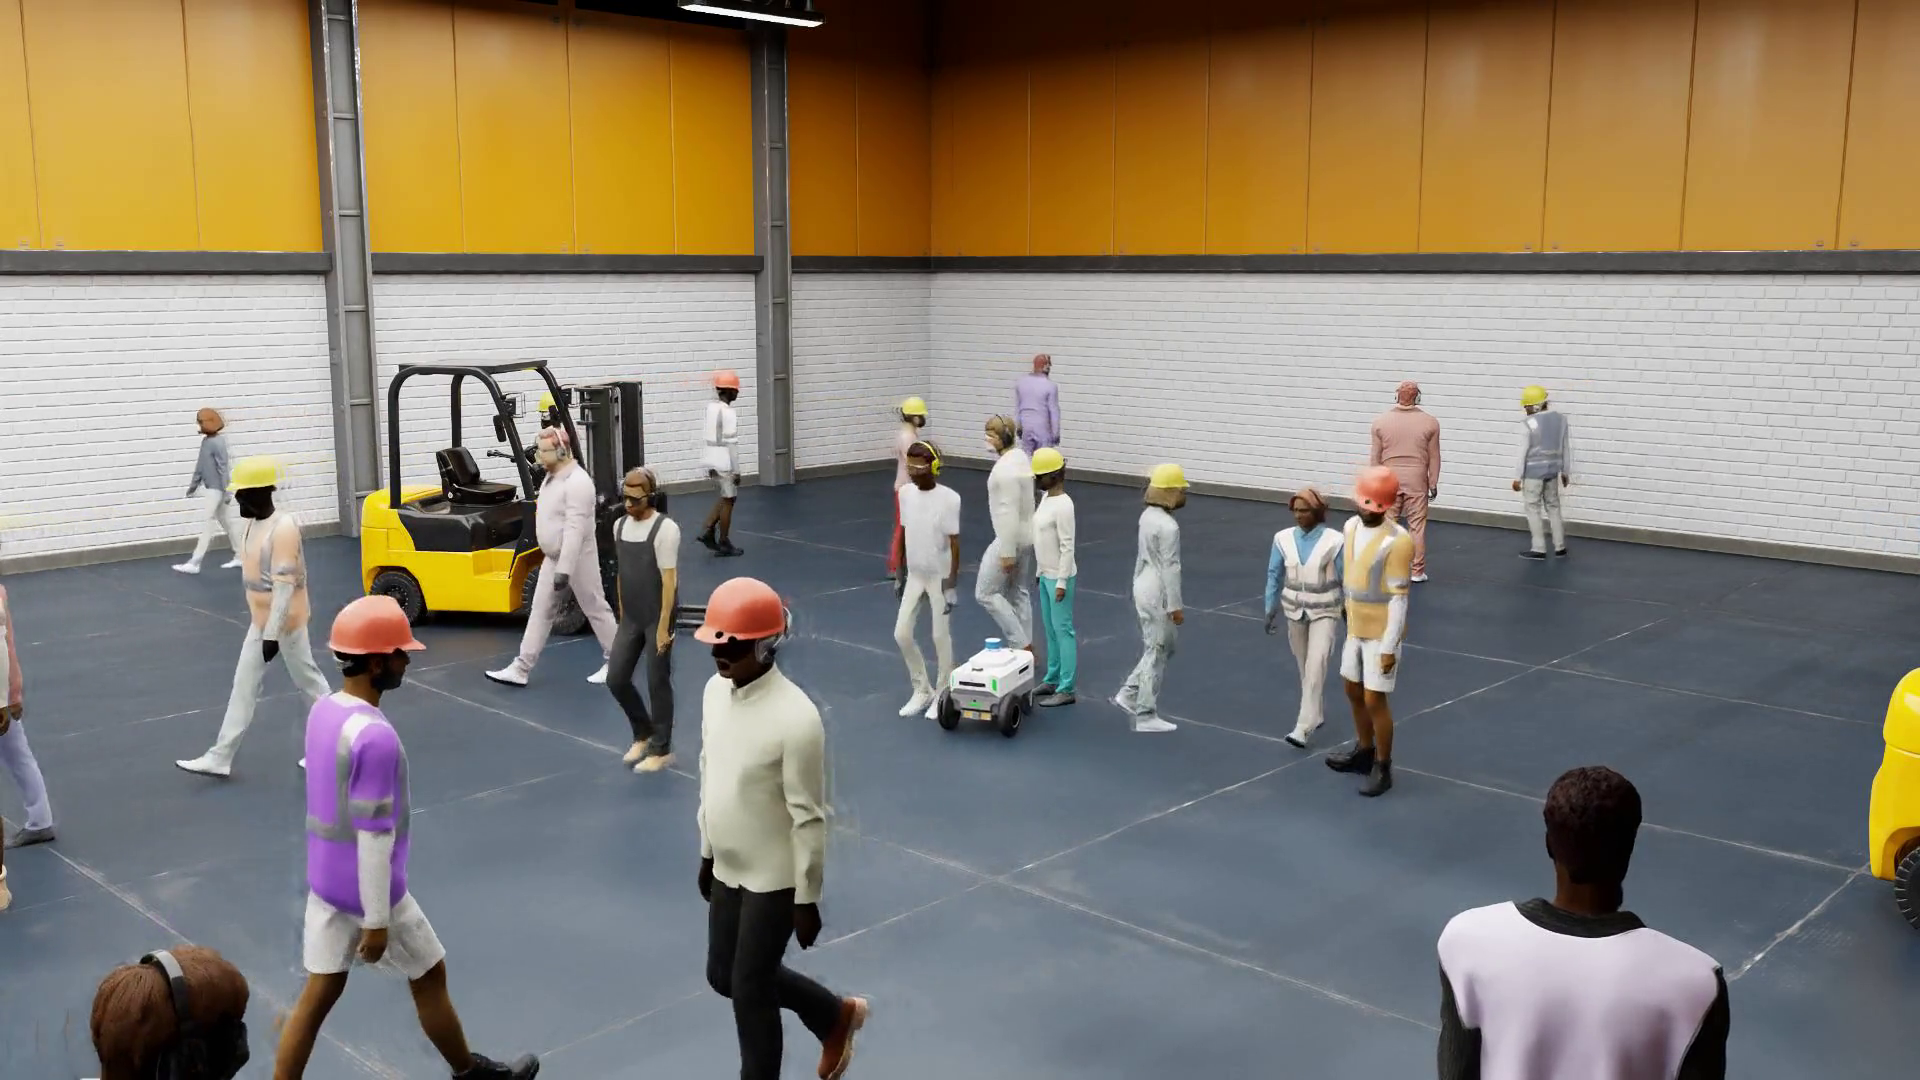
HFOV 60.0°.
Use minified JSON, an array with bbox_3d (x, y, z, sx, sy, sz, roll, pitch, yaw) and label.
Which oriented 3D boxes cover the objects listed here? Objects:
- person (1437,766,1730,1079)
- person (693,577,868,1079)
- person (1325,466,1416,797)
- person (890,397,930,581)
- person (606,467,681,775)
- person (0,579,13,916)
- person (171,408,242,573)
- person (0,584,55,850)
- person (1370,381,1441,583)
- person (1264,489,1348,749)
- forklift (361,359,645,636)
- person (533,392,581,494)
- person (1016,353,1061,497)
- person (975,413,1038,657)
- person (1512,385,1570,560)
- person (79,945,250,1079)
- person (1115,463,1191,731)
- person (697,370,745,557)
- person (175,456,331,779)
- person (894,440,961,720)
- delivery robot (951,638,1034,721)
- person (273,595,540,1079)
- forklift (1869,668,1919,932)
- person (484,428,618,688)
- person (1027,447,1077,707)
[{"bbox_3d":[1.306,1.424,3.564,0.593,1.917,0.392,5,11,30],"label":"person"},{"bbox_3d":[-0.606,1.070,5.554,0.680,1.971,0.628,-7,12,-37],"label":"person"},{"bbox_3d":[2.296,0.497,9.341,0.494,1.886,0.679,-4,10,-21],"label":"person"},{"bbox_3d":[-0.393,-0.467,15.685,0.610,1.748,0.532,2,9,10],"label":"person"},{"bbox_3d":[-1.842,0.476,9.686,0.501,1.819,0.408,5,11,28],"label":"person"},{"bbox_3d":[-4.594,0.732,7.448,0.605,2.034,0.388,-8,12,-41],"label":"person"},{"bbox_3d":[-7.355,-0.481,16.232,0.739,1.599,0.506,-7,11,-35],"label":"person"},{"bbox_3d":[-4.942,0.746,8.270,0.743,1.742,0.533,-7,11,-35],"label":"person"},{"bbox_3d":[4.186,-0.543,15.656,0.645,1.908,0.408,3,10,18],"label":"person"},{"bbox_3d":[2.140,0.483,10.311,0.534,1.587,0.862,7,11,35],"label":"person"},{"bbox_3d":[-3.850,-0.407,13.936,2.313,2.155,1.214,2,9,11],"label":"forklift"},{"bbox_3d":[-3.708,-0.437,15.225,0.404,1.830,0.602,3,10,19],"label":"person"},{"bbox_3d":[0.981,-1.402,20.956,0.698,1.893,0.619,8,12,39],"label":"person"},{"bbox_3d":[0.337,0.031,12.111,0.446,1.915,0.652,2,10,14],"label":"person"},{"bbox_3d":[5.909,-0.682,16.895,0.699,1.794,0.406,-4,10,-21],"label":"person"},{"bbox_3d":[-1.300,1.572,2.996,0.632,1.806,0.887,6,11,34],"label":"person"},{"bbox_3d":[1.272,0.368,10.593,0.367,1.729,0.486,-1,9,-7],"label":"person"},{"bbox_3d":[-2.400,-0.777,17.019,0.421,1.924,0.570,-6,11,-33],"label":"person"},{"bbox_3d":[-4.030,0.456,9.611,0.974,1.871,0.613,-9,13,-44],"label":"person"},{"bbox_3d":[-0.207,0.267,10.867,0.564,1.847,0.469,6,11,32],"label":"person"},{"bbox_3d":[0.216,0.879,10.761,0.477,0.478,0.707,4,9,23],"label":"delivery robot"},{"bbox_3d":[-1.954,1.113,5.563,0.998,1.882,0.561,-9,13,-43],"label":"person"},{"bbox_3d":[5.205,0.723,7.013,2.313,2.155,1.214,9,13,43],"label":"forklift"},{"bbox_3d":[-2.808,0.138,11.665,1.006,1.842,0.649,-7,12,-36],"label":"person"},{"bbox_3d":[0.616,0.248,11.264,0.334,1.759,0.523,-2,10,-13],"label":"person"}]
